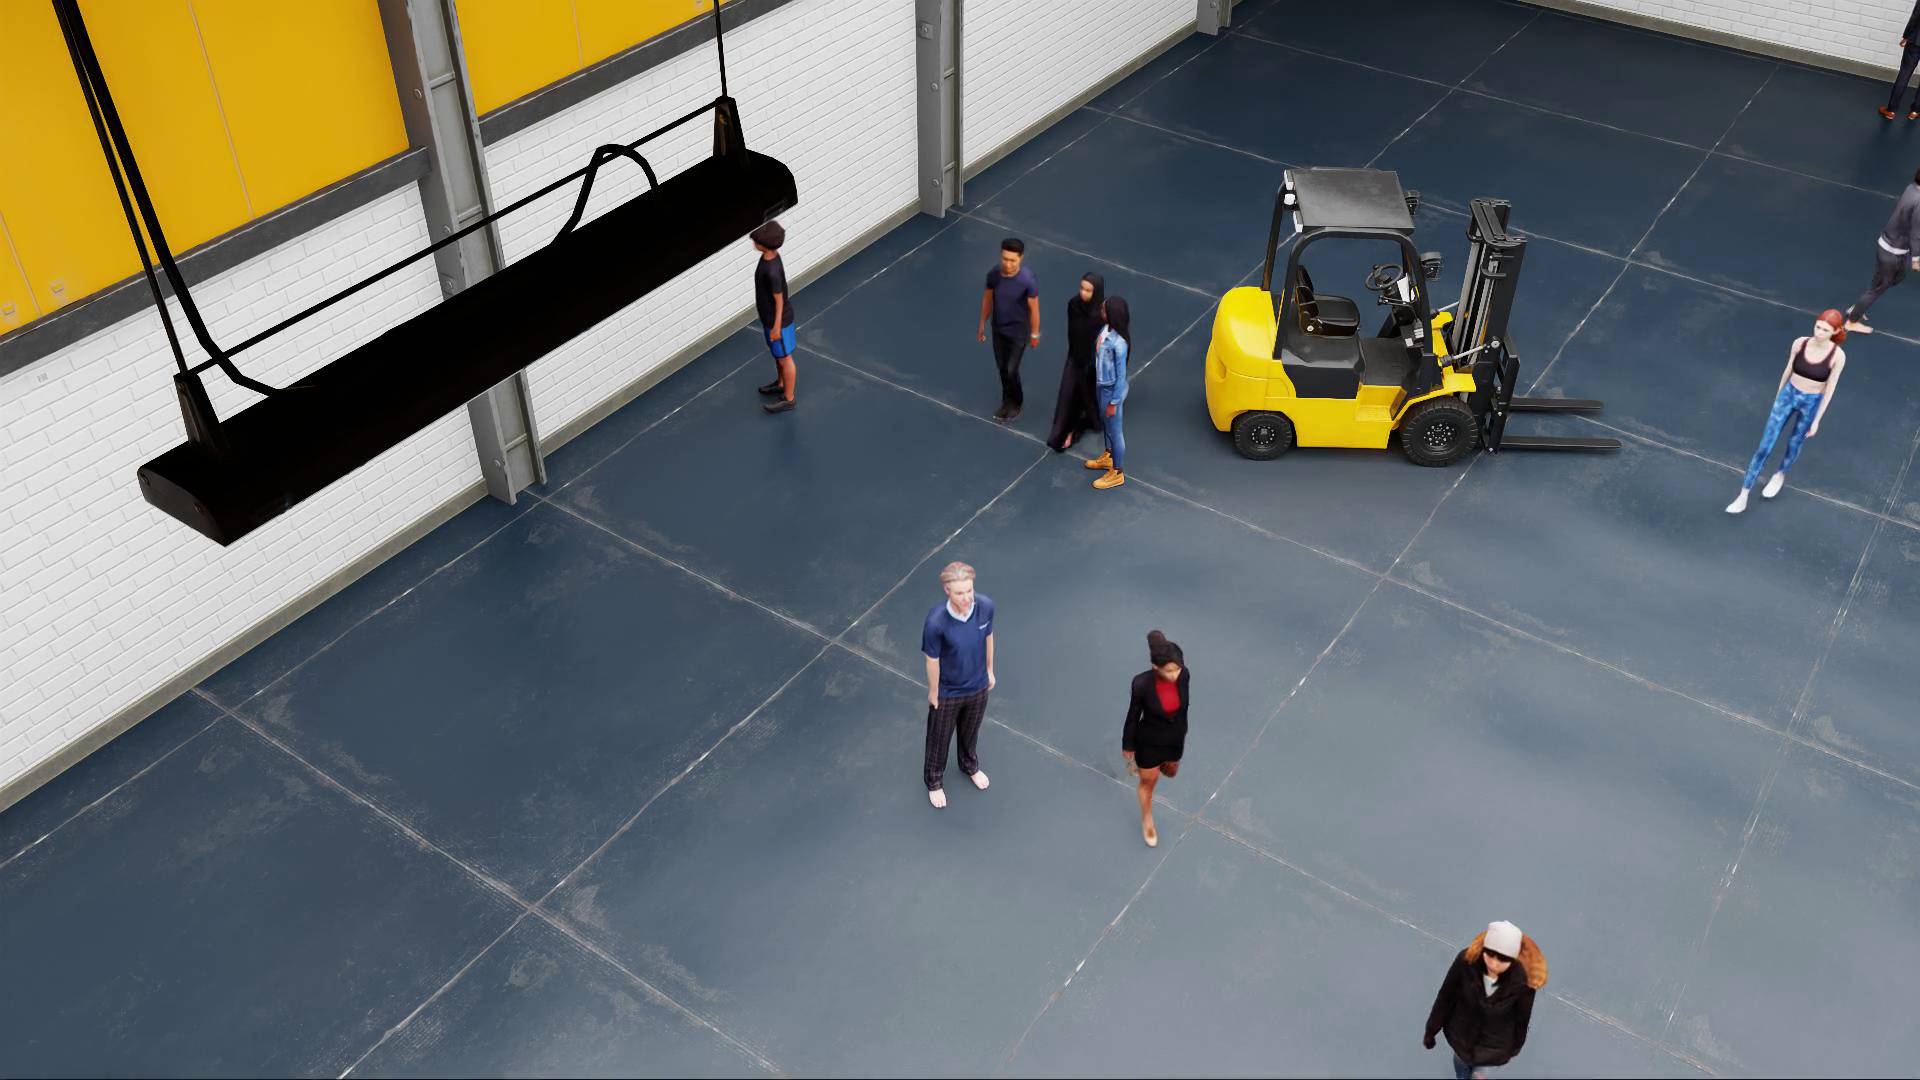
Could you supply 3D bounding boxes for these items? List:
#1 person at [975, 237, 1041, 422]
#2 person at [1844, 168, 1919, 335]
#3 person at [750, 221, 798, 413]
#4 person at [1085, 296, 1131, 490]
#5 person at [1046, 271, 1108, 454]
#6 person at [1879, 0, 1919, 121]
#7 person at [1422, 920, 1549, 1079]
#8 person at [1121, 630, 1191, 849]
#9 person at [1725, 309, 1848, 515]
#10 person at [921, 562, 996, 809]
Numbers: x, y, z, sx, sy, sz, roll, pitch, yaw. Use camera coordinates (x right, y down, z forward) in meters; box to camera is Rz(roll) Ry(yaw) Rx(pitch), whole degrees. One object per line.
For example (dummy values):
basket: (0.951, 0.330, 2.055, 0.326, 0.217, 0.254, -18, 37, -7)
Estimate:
person: (0.479, -1.796, 13.939, 0.675, 1.773, 0.579, 27, 46, 30)
person: (8.343, -2.640, 15.013, 0.780, 1.753, 0.653, 7, 39, 9)
person: (-1.548, -1.910, 14.065, 0.749, 1.794, 0.694, -8, 39, -10)
person: (1.209, -1.189, 13.228, 0.745, 1.711, 0.673, -4, 39, -5)
person: (1.110, -1.535, 13.751, 0.600, 1.601, 1.084, 24, 45, 27)
person: (10.875, -5.621, 18.688, 0.779, 1.824, 0.754, 7, 39, 9)
person: (2.734, 2.500, 8.691, 0.655, 1.610, 0.860, 21, 43, 24)
person: (1.177, 1.197, 10.311, 0.874, 1.624, 0.895, -14, 41, -17)
person: (6.592, -1.038, 13.005, 0.626, 1.754, 1.064, 28, 46, 30)
person: (-0.014, 0.885, 10.504, 0.667, 1.871, 0.804, -18, 42, -21)
